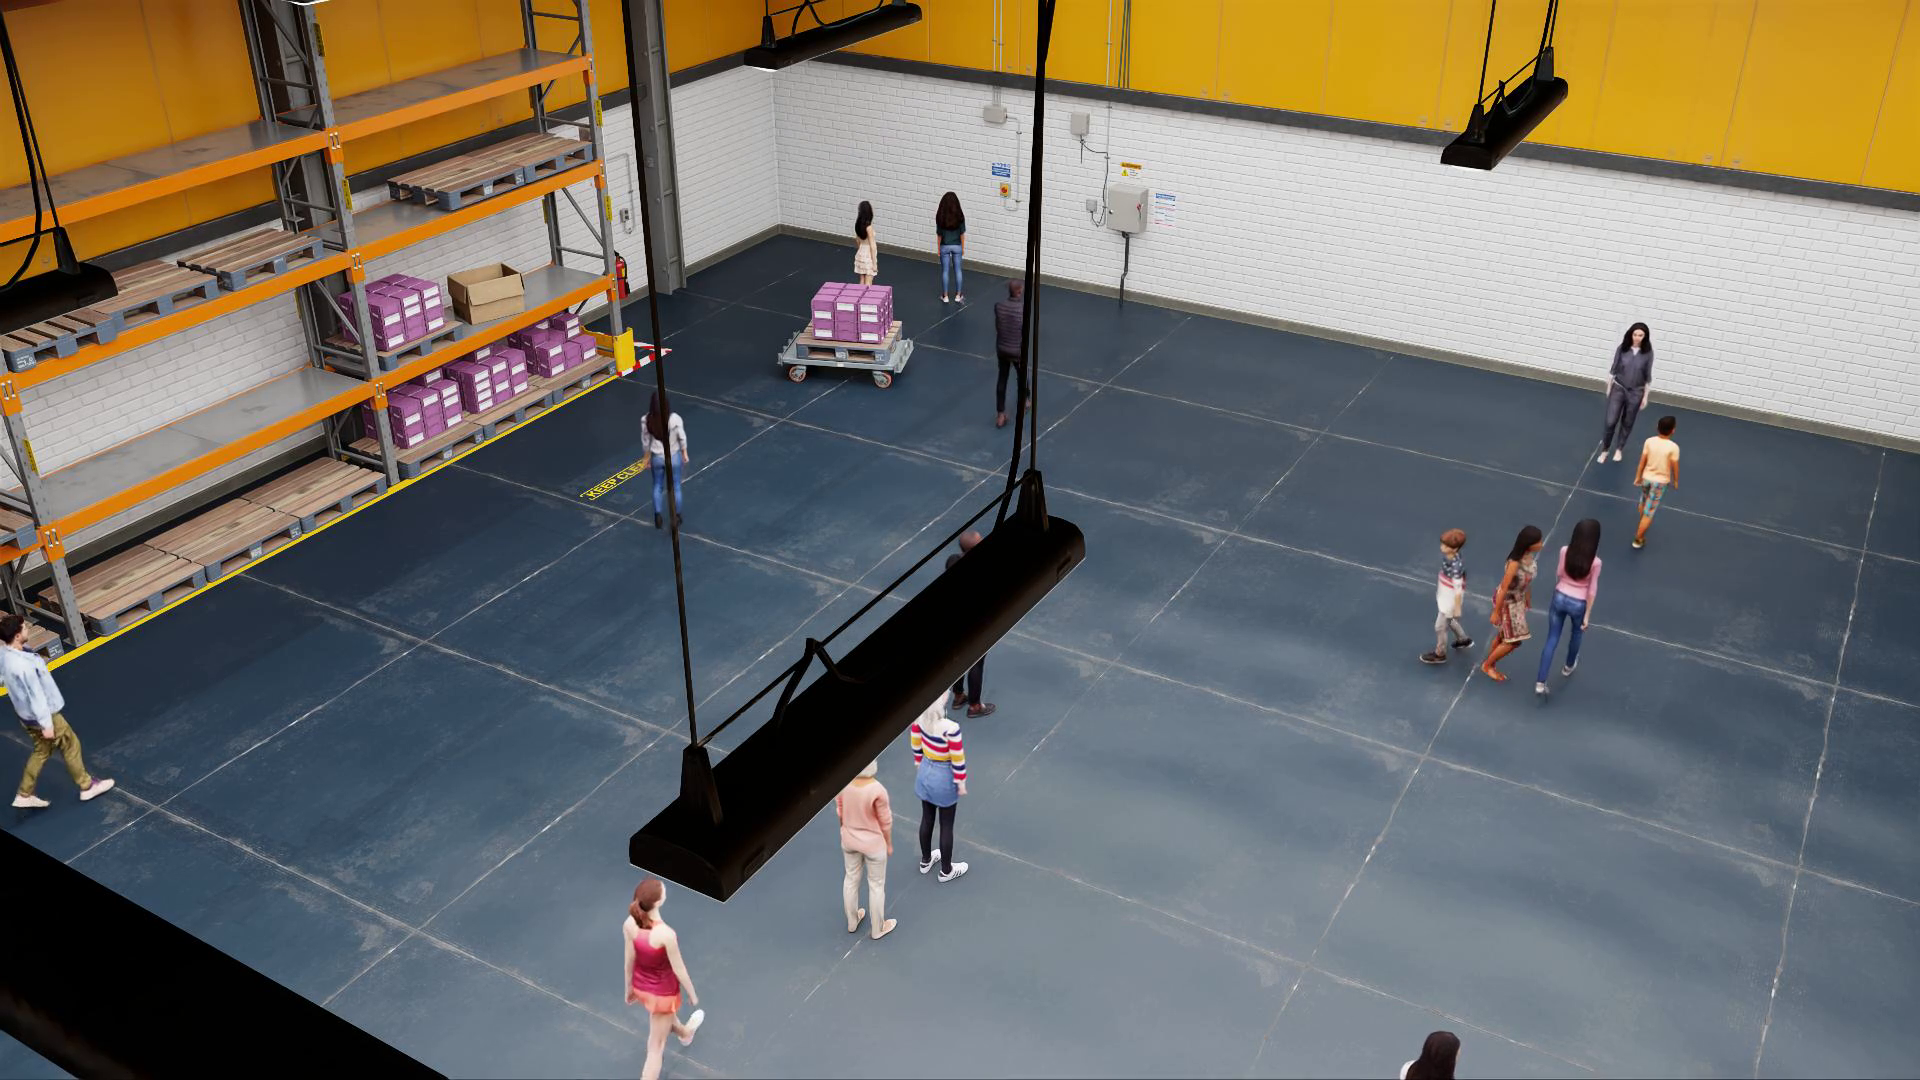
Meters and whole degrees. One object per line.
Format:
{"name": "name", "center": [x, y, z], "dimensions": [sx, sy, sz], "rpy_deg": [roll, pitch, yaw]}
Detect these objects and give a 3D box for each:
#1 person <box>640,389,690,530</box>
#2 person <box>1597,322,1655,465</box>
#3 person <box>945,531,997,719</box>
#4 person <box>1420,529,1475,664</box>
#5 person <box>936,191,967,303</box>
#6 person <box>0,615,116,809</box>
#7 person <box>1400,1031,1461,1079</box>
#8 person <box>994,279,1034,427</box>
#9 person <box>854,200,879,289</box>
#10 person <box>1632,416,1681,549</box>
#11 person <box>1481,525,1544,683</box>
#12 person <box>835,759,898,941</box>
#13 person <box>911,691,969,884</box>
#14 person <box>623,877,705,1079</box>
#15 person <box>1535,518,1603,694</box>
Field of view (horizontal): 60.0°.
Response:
{"name": "person", "center": [-3.142, -0.843, 17.801], "dimensions": [0.702, 1.625, 0.711], "rpy_deg": [-1, 29, -1]}
{"name": "person", "center": [7.772, -1.749, 19.336], "dimensions": [0.655, 1.745, 0.702], "rpy_deg": [11, 30, 19]}
{"name": "person", "center": [0.083, 0.732, 14.711], "dimensions": [0.682, 1.819, 0.732], "rpy_deg": [-23, 36, -35]}
{"name": "person", "center": [4.610, 0.515, 15.523], "dimensions": [0.811, 1.422, 0.796], "rpy_deg": [2, 29, 3]}
{"name": "person", "center": [-0.133, -4.240, 24.036], "dimensions": [0.710, 1.617, 0.749], "rpy_deg": [-1, 29, -3]}
{"name": "person", "center": [-7.523, 1.434, 13.451], "dimensions": [0.815, 1.792, 1.058], "rpy_deg": [23, 36, 35]}
{"name": "person", "center": [2.683, 3.543, 9.602], "dimensions": [0.621, 1.775, 0.648], "rpy_deg": [-23, 36, -36]}
{"name": "person", "center": [0.578, -2.248, 20.204], "dimensions": [0.752, 1.790, 1.119], "rpy_deg": [13, 31, 22]}
{"name": "person", "center": [-1.325, -3.911, 23.309], "dimensions": [0.656, 1.736, 0.650], "rpy_deg": [-18, 33, -30]}
{"name": "person", "center": [7.299, -0.593, 17.539], "dimensions": [0.692, 1.437, 0.970], "rpy_deg": [25, 37, 38]}
{"name": "person", "center": [4.949, 0.572, 15.205], "dimensions": [0.772, 1.626, 0.661], "rpy_deg": [21, 35, 33]}
{"name": "person", "center": [-0.702, 2.177, 12.160], "dimensions": [0.609, 1.724, 0.532], "rpy_deg": [13, 31, 23]}
{"name": "person", "center": [-0.174, 1.820, 12.726], "dimensions": [0.689, 1.809, 0.580], "rpy_deg": [22, 35, 34]}
{"name": "person", "center": [-2.008, 2.978, 10.721], "dimensions": [0.596, 1.697, 1.119], "rpy_deg": [14, 32, 24]}
{"name": "person", "center": [5.470, 0.619, 15.030], "dimensions": [0.631, 1.711, 1.101], "rpy_deg": [19, 34, 31]}
